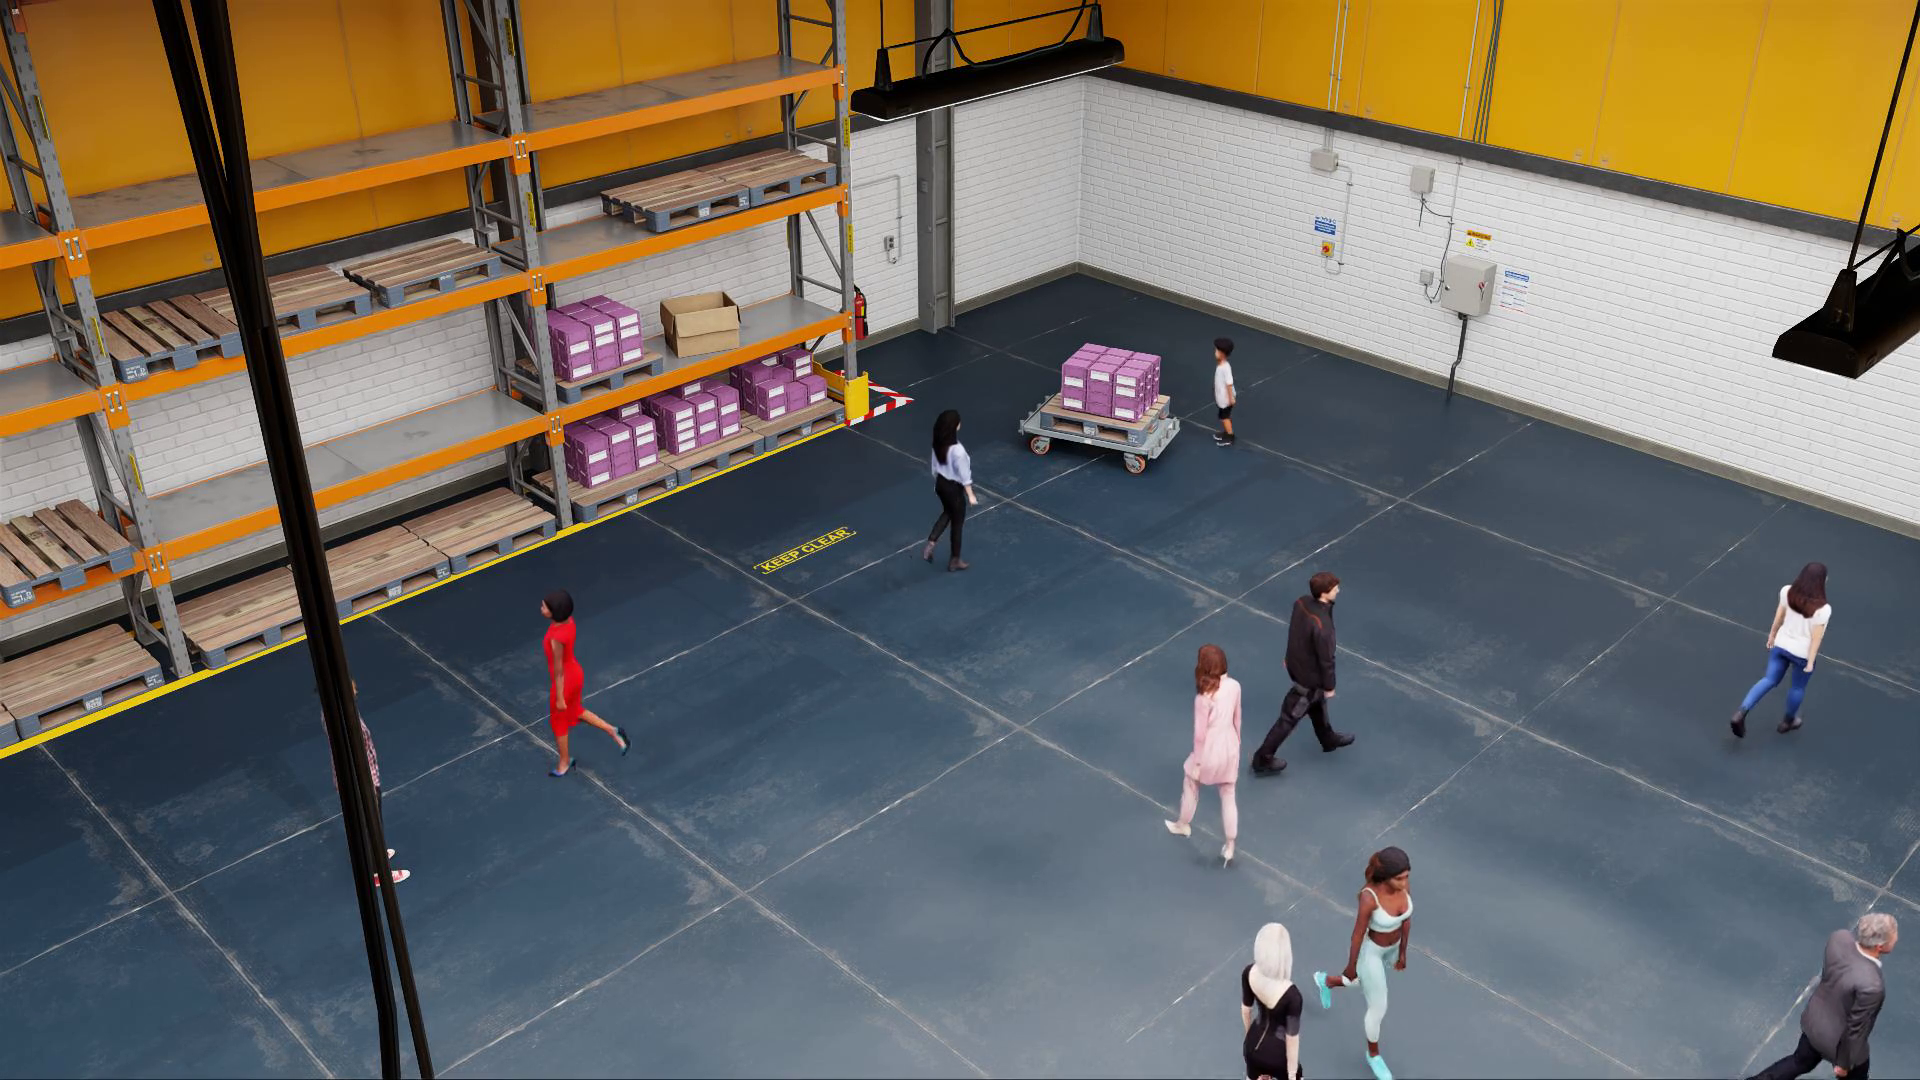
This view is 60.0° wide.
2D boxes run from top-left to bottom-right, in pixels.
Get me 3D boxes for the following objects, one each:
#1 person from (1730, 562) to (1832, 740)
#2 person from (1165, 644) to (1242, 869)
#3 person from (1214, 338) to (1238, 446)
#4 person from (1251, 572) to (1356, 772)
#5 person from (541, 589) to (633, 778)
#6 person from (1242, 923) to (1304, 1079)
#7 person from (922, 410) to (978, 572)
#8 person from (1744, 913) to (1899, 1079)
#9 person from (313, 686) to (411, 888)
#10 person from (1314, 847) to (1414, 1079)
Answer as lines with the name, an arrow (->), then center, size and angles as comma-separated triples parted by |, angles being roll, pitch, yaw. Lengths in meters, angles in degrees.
person -> 6.754, 0.953, 13.613 | 1.111, 1.660, 0.806 | -15, 32, -25
person -> 1.914, 1.638, 12.250 | 0.883, 1.764, 0.825 | -15, 32, -25
person -> 3.054, -1.672, 18.871 | 0.684, 1.234, 0.624 | -7, 29, -12
person -> 2.684, 1.094, 13.228 | 1.306, 1.783, 1.134 | -6, 29, -10
person -> -3.035, 1.158, 13.172 | 1.008, 1.722, 0.923 | -2, 29, -4
person -> 1.732, 3.043, 9.630 | 0.635, 1.806, 0.640 | -22, 36, -35
person -> -0.147, -0.439, 16.085 | 0.793, 1.737, 0.732 | -19, 34, -31
person -> 5.122, 2.908, 9.866 | 1.222, 1.817, 1.140 | -1, 29, -2
person -> -4.385, 1.727, 12.088 | 0.619, 1.761, 0.717 | -20, 35, -33
person -> 2.593, 2.591, 10.570 | 1.016, 1.700, 0.773 | -16, 33, -27
